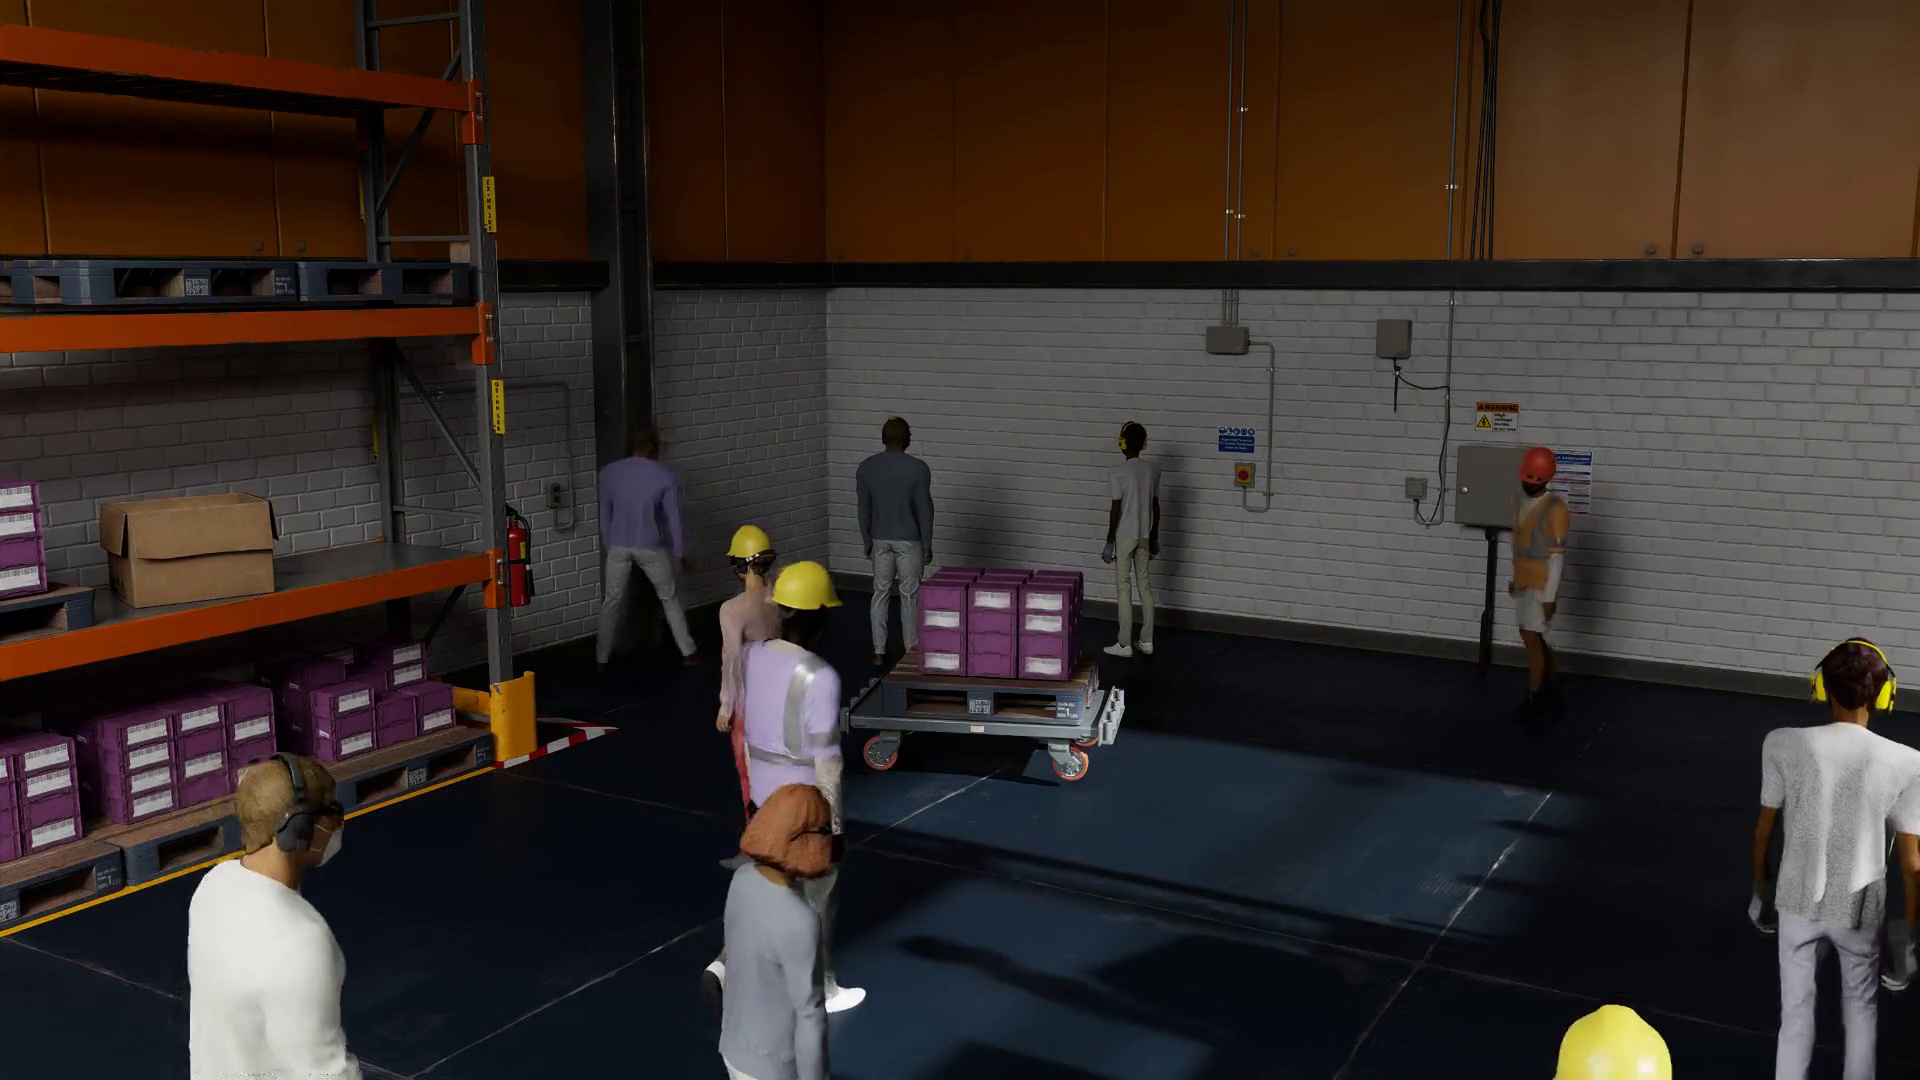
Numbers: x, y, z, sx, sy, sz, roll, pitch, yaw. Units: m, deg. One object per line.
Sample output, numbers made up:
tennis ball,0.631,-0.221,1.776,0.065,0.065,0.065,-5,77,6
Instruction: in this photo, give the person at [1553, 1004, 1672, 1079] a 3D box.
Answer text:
person,1.136,1.689,2.997,0.526,1.755,0.365,6,11,33

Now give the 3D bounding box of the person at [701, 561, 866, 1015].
person,-0.694,1.028,6.625,0.642,1.905,0.597,-8,12,-42

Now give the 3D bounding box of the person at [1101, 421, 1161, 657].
person,1.353,-0.005,13.184,0.539,1.869,0.313,-6,11,-31

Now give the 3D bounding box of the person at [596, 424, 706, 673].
person,-2.380,0.062,12.764,0.785,1.893,0.571,0,9,2

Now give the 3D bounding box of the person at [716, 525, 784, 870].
person,-1.044,0.803,8.468,0.314,1.768,0.526,6,11,33

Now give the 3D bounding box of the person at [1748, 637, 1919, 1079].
person,2.913,1.238,5.556,0.510,1.830,0.777,5,10,28

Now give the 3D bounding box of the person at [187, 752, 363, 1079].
person,-1.526,1.443,4.054,0.939,1.892,0.665,-7,11,-36

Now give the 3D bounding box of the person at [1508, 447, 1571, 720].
person,3.969,0.287,11.331,0.638,1.888,0.634,-2,9,-12

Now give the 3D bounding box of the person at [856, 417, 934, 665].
person,-0.488,0.016,12.841,0.629,1.940,0.373,4,10,21

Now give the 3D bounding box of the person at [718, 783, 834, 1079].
person,-0.521,1.482,4.701,0.346,1.619,0.529,-5,10,-28
